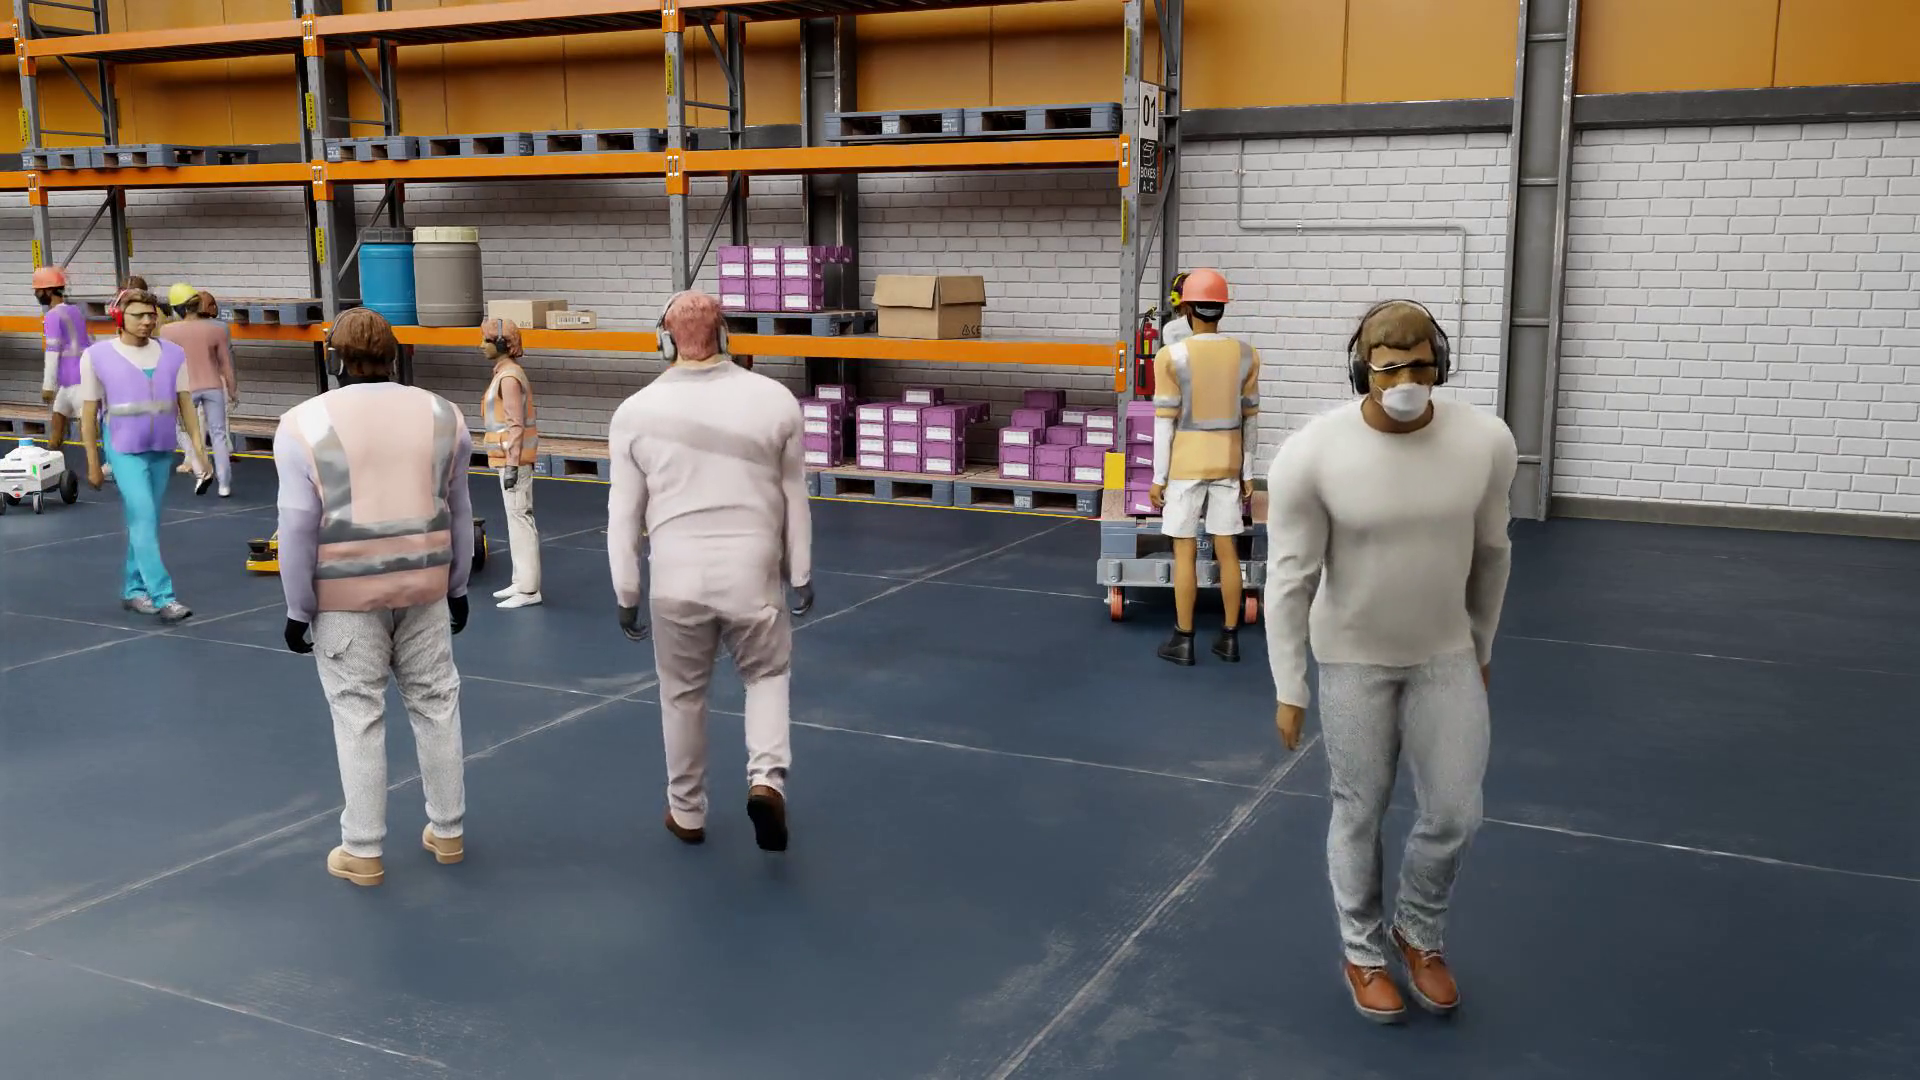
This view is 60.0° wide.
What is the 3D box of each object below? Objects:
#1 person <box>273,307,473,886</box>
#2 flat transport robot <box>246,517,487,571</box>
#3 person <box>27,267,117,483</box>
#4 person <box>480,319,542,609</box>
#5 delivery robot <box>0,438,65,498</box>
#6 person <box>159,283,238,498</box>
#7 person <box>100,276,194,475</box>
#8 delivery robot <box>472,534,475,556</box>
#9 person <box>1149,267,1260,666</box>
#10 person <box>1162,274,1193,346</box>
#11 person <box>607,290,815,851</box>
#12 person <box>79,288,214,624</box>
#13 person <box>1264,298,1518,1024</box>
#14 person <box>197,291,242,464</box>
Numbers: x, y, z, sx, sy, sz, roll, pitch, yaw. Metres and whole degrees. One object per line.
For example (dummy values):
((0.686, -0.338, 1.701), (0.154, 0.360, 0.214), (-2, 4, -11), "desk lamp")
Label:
((-1.873, 0.180, 5.353), (0.626, 1.843, 0.430), (-8, 13, -39), "person")
((-3.818, 0.017, 10.778), (1.431, 0.197, 0.652), (-3, 10, -16), "flat transport robot")
((-7.669, -1.395, 14.282), (1.045, 1.869, 0.555), (-2, 10, -11), "person")
((-2.547, -0.432, 9.437), (0.311, 1.638, 0.523), (-3, 10, -17), "person")
((-7.256, -0.552, 12.956), (0.477, 0.478, 0.707), (-2, 10, -12), "delivery robot")
((-6.178, -1.201, 13.499), (0.615, 1.746, 0.382), (-8, 13, -39), "person")
((-7.310, -1.475, 14.978), (0.962, 1.799, 0.647), (0, 10, 3), "person")
((-3.175, -0.071, 10.204), (0.477, 0.478, 0.707), (-3, 10, -19), "delivery robot")
((1.178, -0.353, 8.132), (0.551, 1.934, 0.373), (-3, 10, -15), "person")
((1.559, -0.879, 11.470), (0.581, 1.881, 0.560), (-9, 13, -41), "person")
((-0.817, 0.125, 5.516), (0.694, 1.891, 0.649), (-3, 10, -14), "person")
((-4.375, -0.448, 9.041), (0.887, 1.805, 0.563), (6, 12, 31), "person")
((1.090, 0.338, 4.263), (0.656, 1.902, 0.526), (-1, 10, -3), "person")
((-7.076, -1.521, 15.683), (0.500, 1.633, 0.282), (0, 10, -2), "person")
